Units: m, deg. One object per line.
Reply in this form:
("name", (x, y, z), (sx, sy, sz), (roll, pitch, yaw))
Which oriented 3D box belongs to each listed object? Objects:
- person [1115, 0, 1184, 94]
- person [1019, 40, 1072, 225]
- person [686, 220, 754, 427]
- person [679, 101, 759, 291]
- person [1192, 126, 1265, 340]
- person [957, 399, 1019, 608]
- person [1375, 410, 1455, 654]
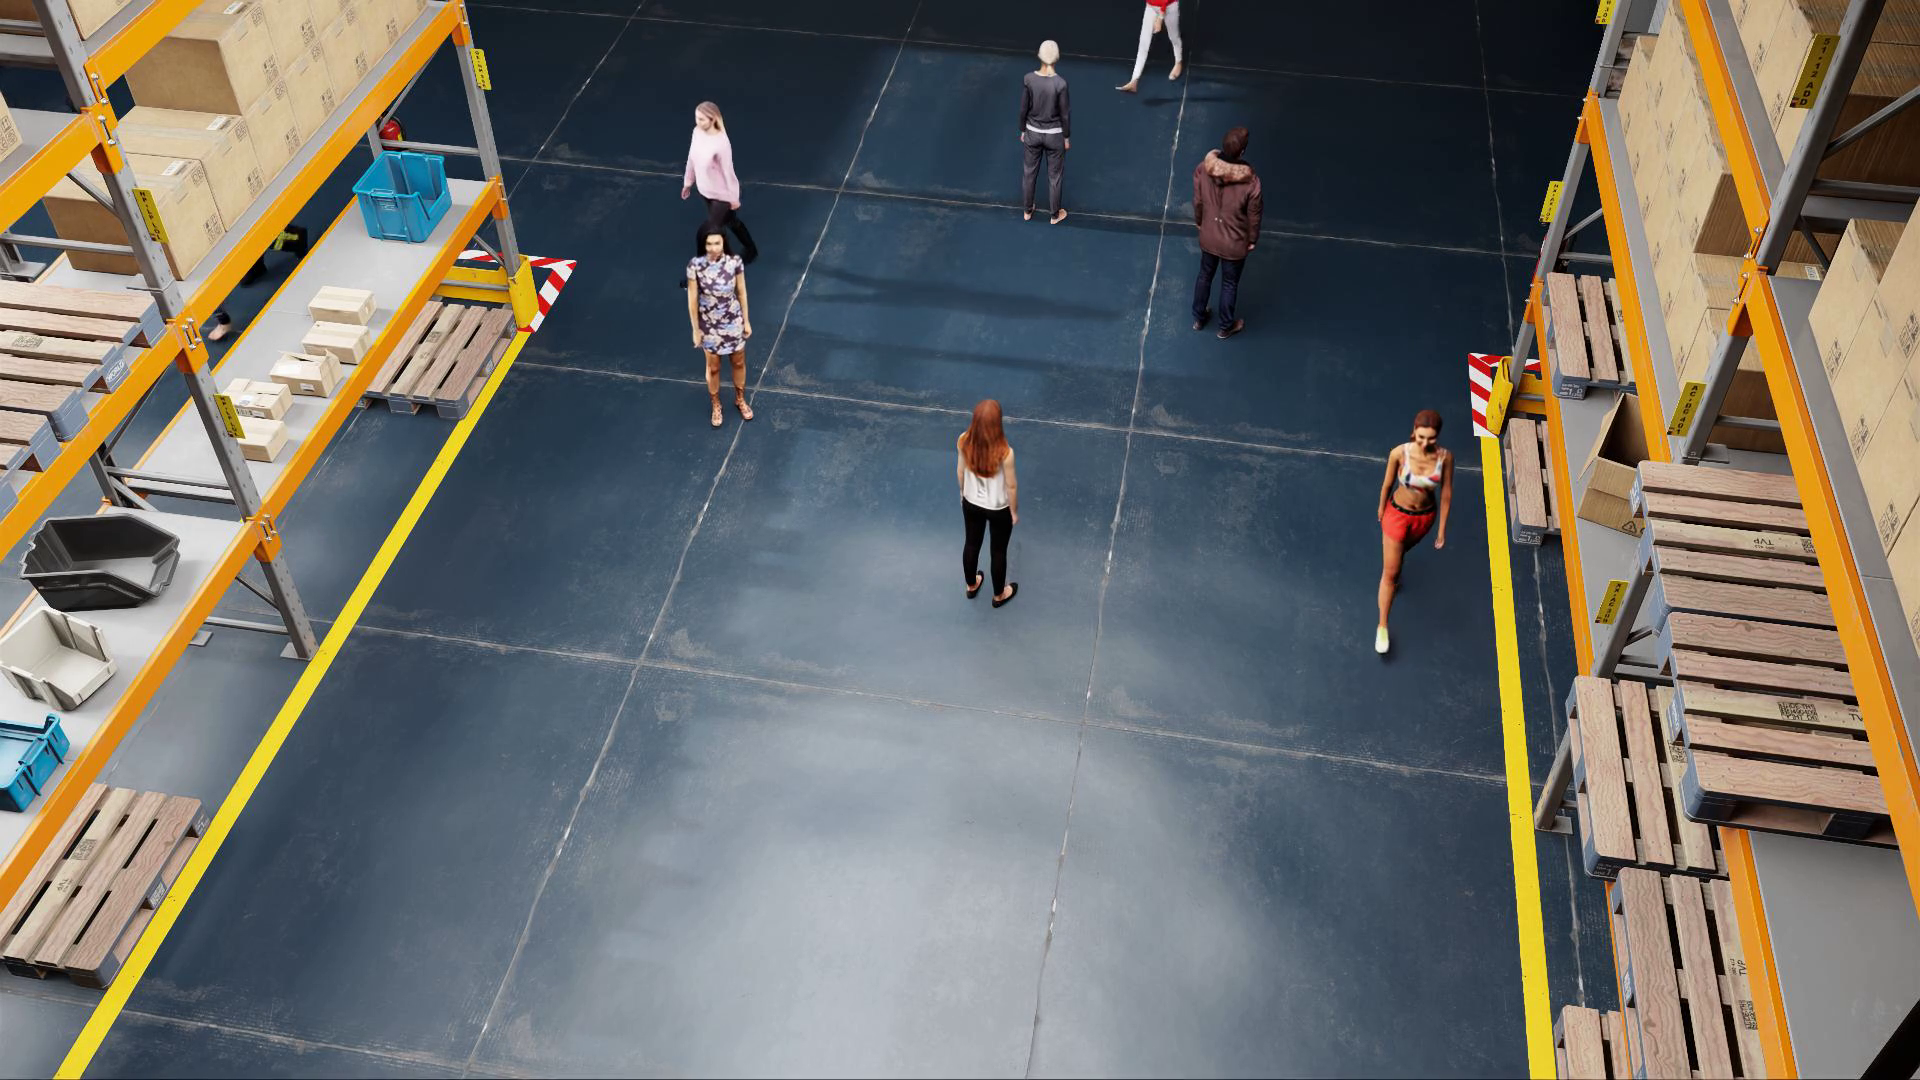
("person", (2.041, -5.210, 16.311), (1.184, 1.636, 1.049), (-33, 53, -30))
("person", (0.742, -3.563, 14.519), (0.647, 1.724, 0.567), (14, 45, 14))
("person", (-1.793, -1.632, 12.484), (0.670, 1.733, 0.661), (-13, 45, -13))
("person", (-1.959, -2.936, 13.923), (1.156, 1.637, 1.058), (-29, 51, -27))
("person", (2.111, -2.447, 13.257), (0.863, 1.848, 0.853), (27, 50, 25))
("person", (0.182, -0.240, 11.032), (0.627, 1.722, 0.596), (20, 47, 20))
("person", (2.973, -0.199, 10.977), (0.630, 1.738, 1.174), (5, 44, 5))
